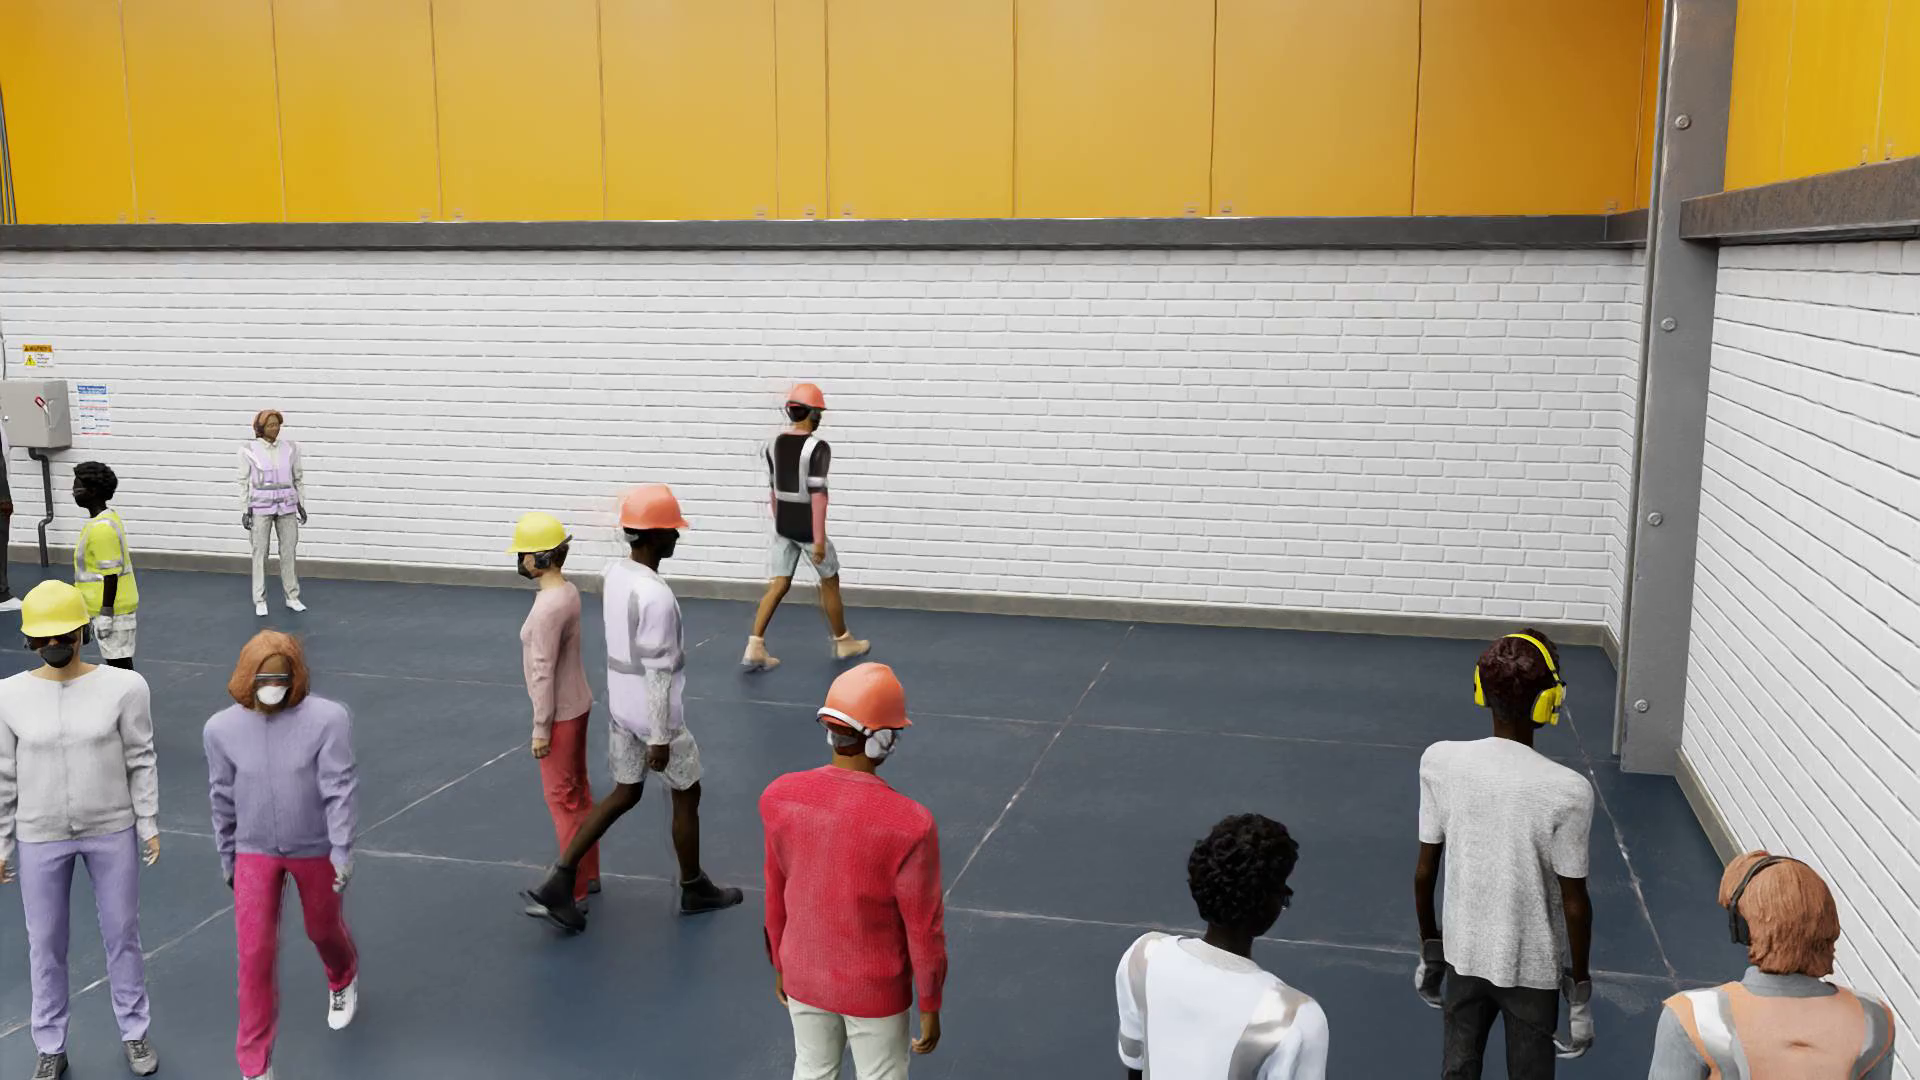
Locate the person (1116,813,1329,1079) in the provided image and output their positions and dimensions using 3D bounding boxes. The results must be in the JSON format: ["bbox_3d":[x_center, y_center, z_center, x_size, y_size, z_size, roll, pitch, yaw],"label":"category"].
[{"bbox_3d":[0.552,1.405,3.545,0.320,1.686,0.539,-9,13,-42],"label":"person"}]

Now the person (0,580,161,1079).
[{"bbox_3d":[-3.015,1.003,5.676,0.531,1.768,0.311,-5,11,-27],"label":"person"}]

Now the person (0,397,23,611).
[{"bbox_3d":[-7.805,-0.381,13.371,0.592,1.922,0.392,8,13,40],"label":"person"}]

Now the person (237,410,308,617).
[{"bbox_3d":[-5.472,-0.221,13.255,0.524,1.639,0.306,-8,13,-40],"label":"person"}]

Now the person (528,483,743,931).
[{"bbox_3d":[-1.375,0.712,6.991,0.871,1.914,0.551,-7,12,-36],"label":"person"}]

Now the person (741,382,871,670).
[{"bbox_3d":[-1.107,-0.098,11.523,0.627,1.991,1.039,9,13,42],"label":"person"}]

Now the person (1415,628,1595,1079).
[{"bbox_3d":[1.463,1.157,4.464,0.509,1.872,0.329,9,13,42],"label":"person"}]

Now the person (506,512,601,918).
[{"bbox_3d":[-1.763,0.749,7.200,0.339,1.756,0.518,-1,10,-4],"label":"person"}]

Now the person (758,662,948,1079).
[{"bbox_3d":[-0.280,1.195,4.620,0.575,1.740,0.349,5,11,28],"label":"person"}]

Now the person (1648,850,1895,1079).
[{"bbox_3d":[1.652,1.448,3.457,0.524,1.631,0.316,-1,10,-6],"label":"person"}]

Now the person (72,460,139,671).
[{"bbox_3d":[-4.855,0.391,9.477,0.321,1.697,0.530,-5,11,-26],"label":"person"}]

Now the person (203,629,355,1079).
[{"bbox_3d":[-2.342,1.067,5.813,0.491,1.601,0.802,-2,10,-12],"label":"person"}]
